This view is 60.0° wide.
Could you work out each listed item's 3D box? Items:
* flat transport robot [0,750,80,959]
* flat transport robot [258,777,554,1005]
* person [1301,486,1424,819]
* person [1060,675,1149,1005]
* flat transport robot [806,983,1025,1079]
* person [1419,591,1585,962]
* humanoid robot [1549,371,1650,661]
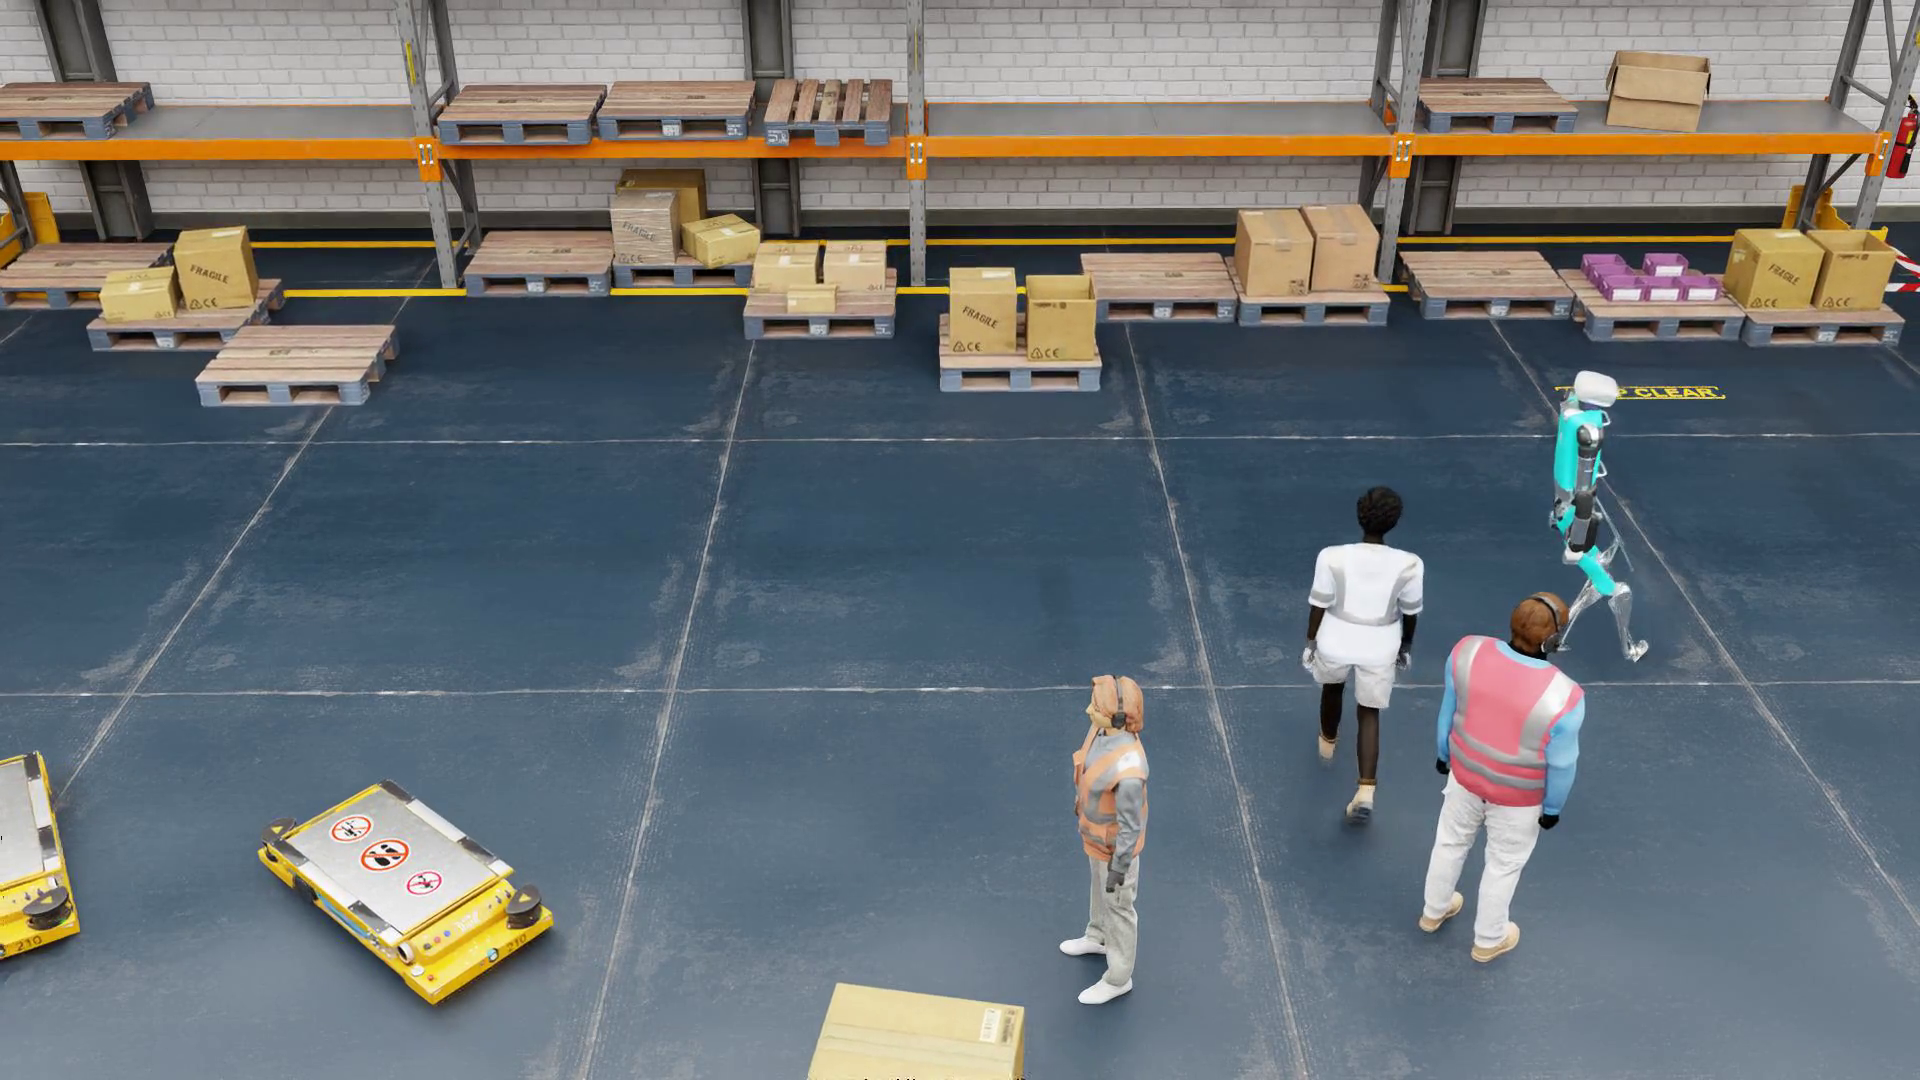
[{"bbox_3d":[-4.657,1.496,7.920,0.659,0.231,1.431,-17,35,-26],"label":"flat transport robot"},{"bbox_3d":[-2.613,1.587,7.769,1.431,0.231,0.659,24,38,34],"label":"flat transport robot"},{"bbox_3d":[1.954,0.558,8.131,0.544,1.654,0.790,6,32,10],"label":"person"},{"bbox_3d":[0.629,1.248,6.998,0.308,1.641,0.514,-5,31,-8],"label":"person"},{"bbox_3d":[-0.148,2.664,5.976,1.431,0.231,0.659,5,31,8],"label":"flat transport robot"},{"bbox_3d":[2.348,1.021,7.200,0.432,1.836,0.628,-26,40,-36],"label":"person"},{"bbox_3d":[3.607,-0.054,9.149,0.853,1.850,0.548,3,31,5],"label":"humanoid robot"}]
